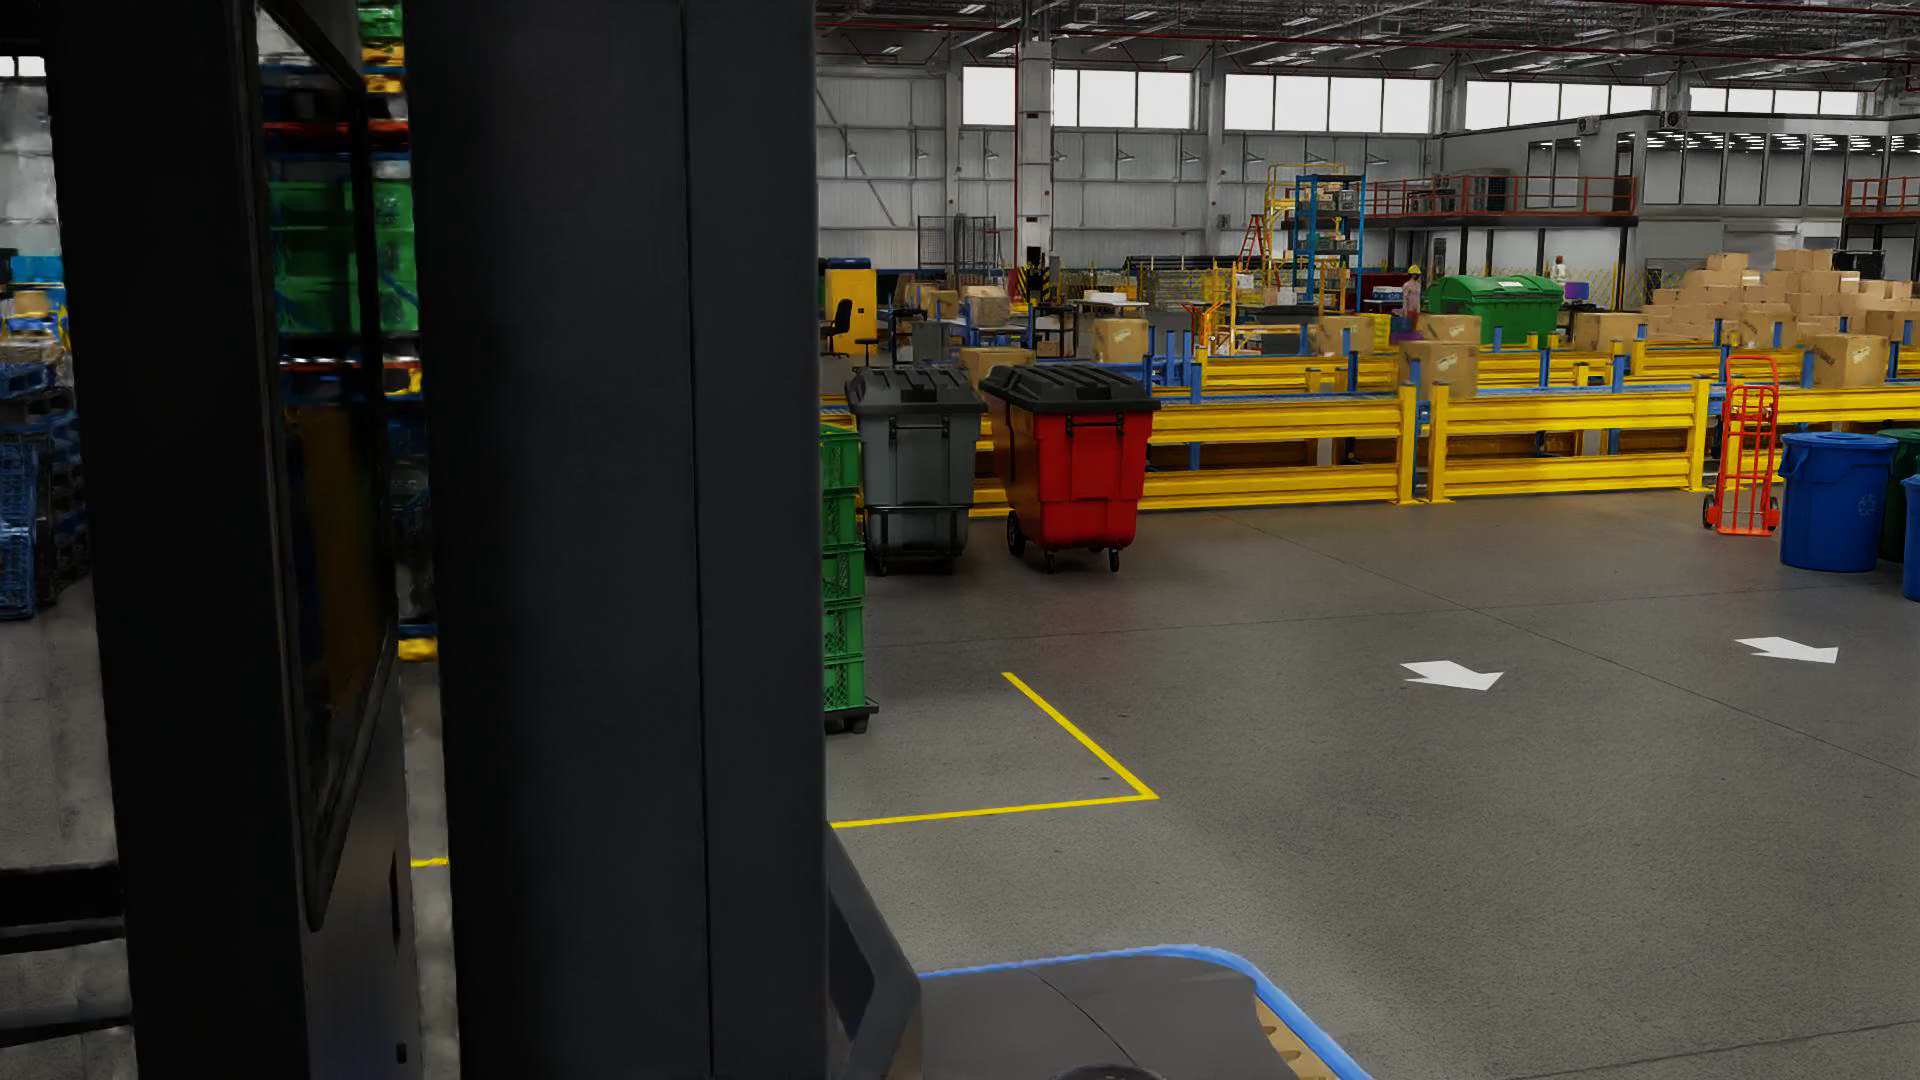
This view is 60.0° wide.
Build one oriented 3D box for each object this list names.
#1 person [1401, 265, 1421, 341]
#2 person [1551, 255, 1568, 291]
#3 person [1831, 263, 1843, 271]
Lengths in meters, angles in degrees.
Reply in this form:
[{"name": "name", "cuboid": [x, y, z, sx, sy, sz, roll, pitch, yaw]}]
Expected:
[{"name": "person", "cuboid": [8.753, -4.430, 32.194, 0.533, 1.768, 0.310, -9, 13, -41]}, {"name": "person", "cuboid": [19.040, -8.107, 52.776, 0.578, 1.860, 0.791, -3, 10, -14]}, {"name": "person", "cuboid": [14.248, -3.626, 27.416, 0.446, 1.849, 0.566, 5, 11, 26]}]
